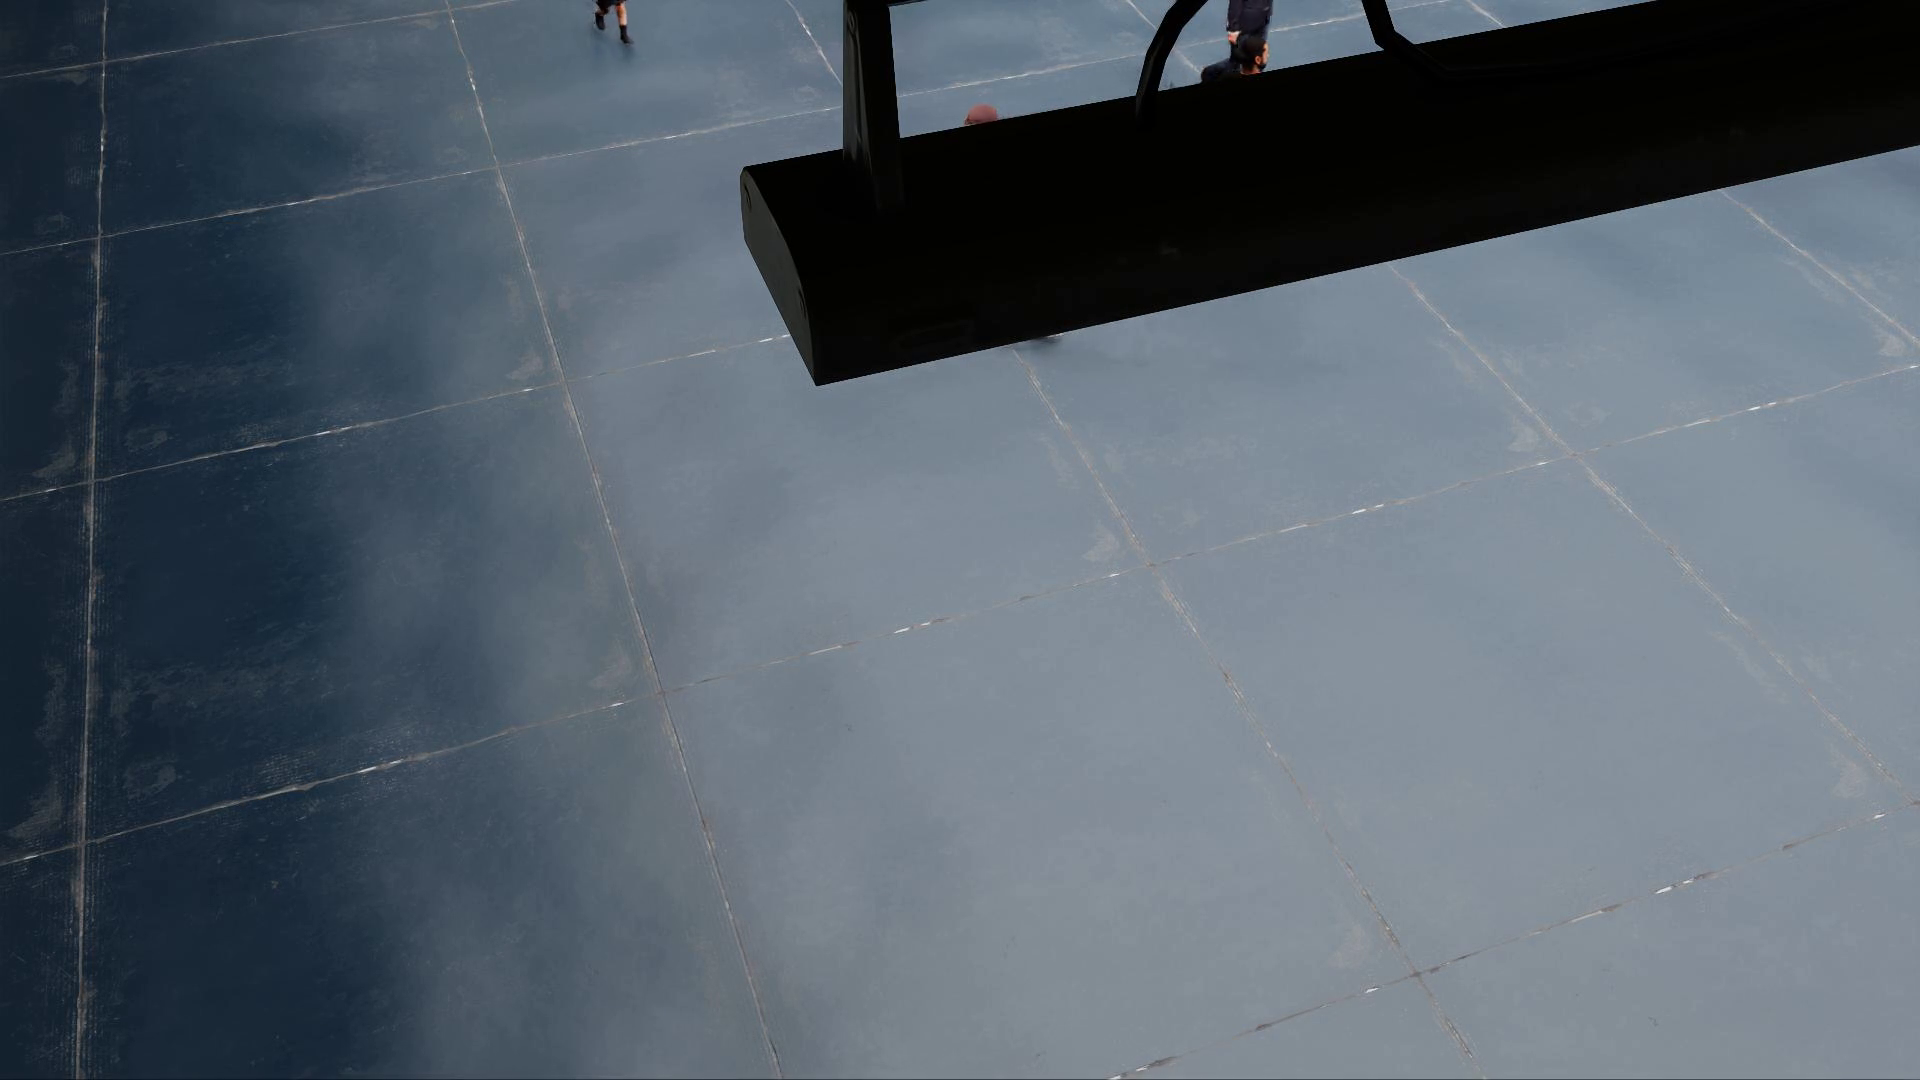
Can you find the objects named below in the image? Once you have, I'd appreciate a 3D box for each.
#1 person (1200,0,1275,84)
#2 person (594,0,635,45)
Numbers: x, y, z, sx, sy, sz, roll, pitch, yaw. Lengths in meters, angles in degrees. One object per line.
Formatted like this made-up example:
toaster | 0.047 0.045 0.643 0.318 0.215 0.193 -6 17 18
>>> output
person | 2.284 -4.241 13.371 0.903 1.804 1.037 -33 52 -30
person | -3.110 -4.917 14.618 0.592 1.091 0.765 -28 50 -27
